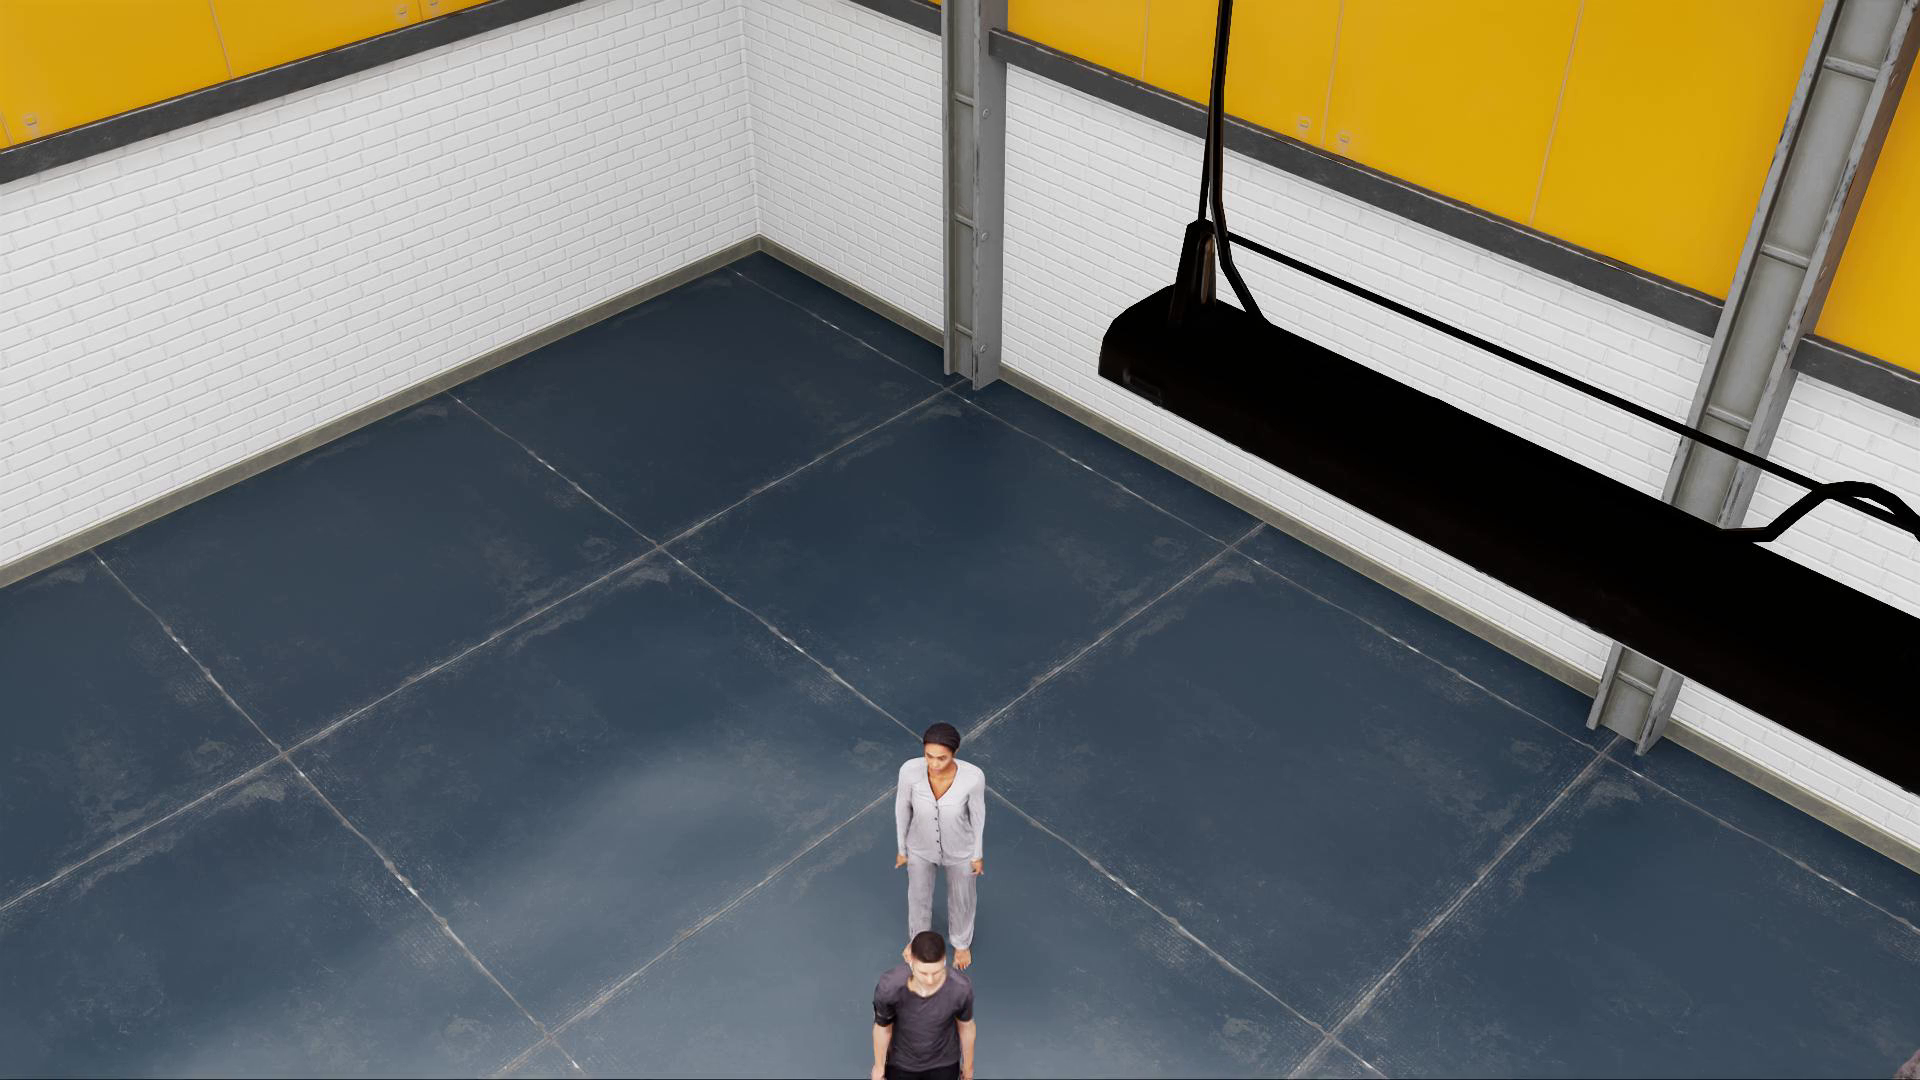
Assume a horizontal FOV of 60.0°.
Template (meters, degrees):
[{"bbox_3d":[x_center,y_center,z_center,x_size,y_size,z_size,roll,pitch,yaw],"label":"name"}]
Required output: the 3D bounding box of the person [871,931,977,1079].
[{"bbox_3d":[-0.177,2.405,8.002,0.864,1.749,0.925,-1,39,-1],"label":"person"}]

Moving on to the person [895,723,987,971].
[{"bbox_3d":[-0.101,1.633,8.979,0.687,1.737,0.775,4,39,5],"label":"person"}]
